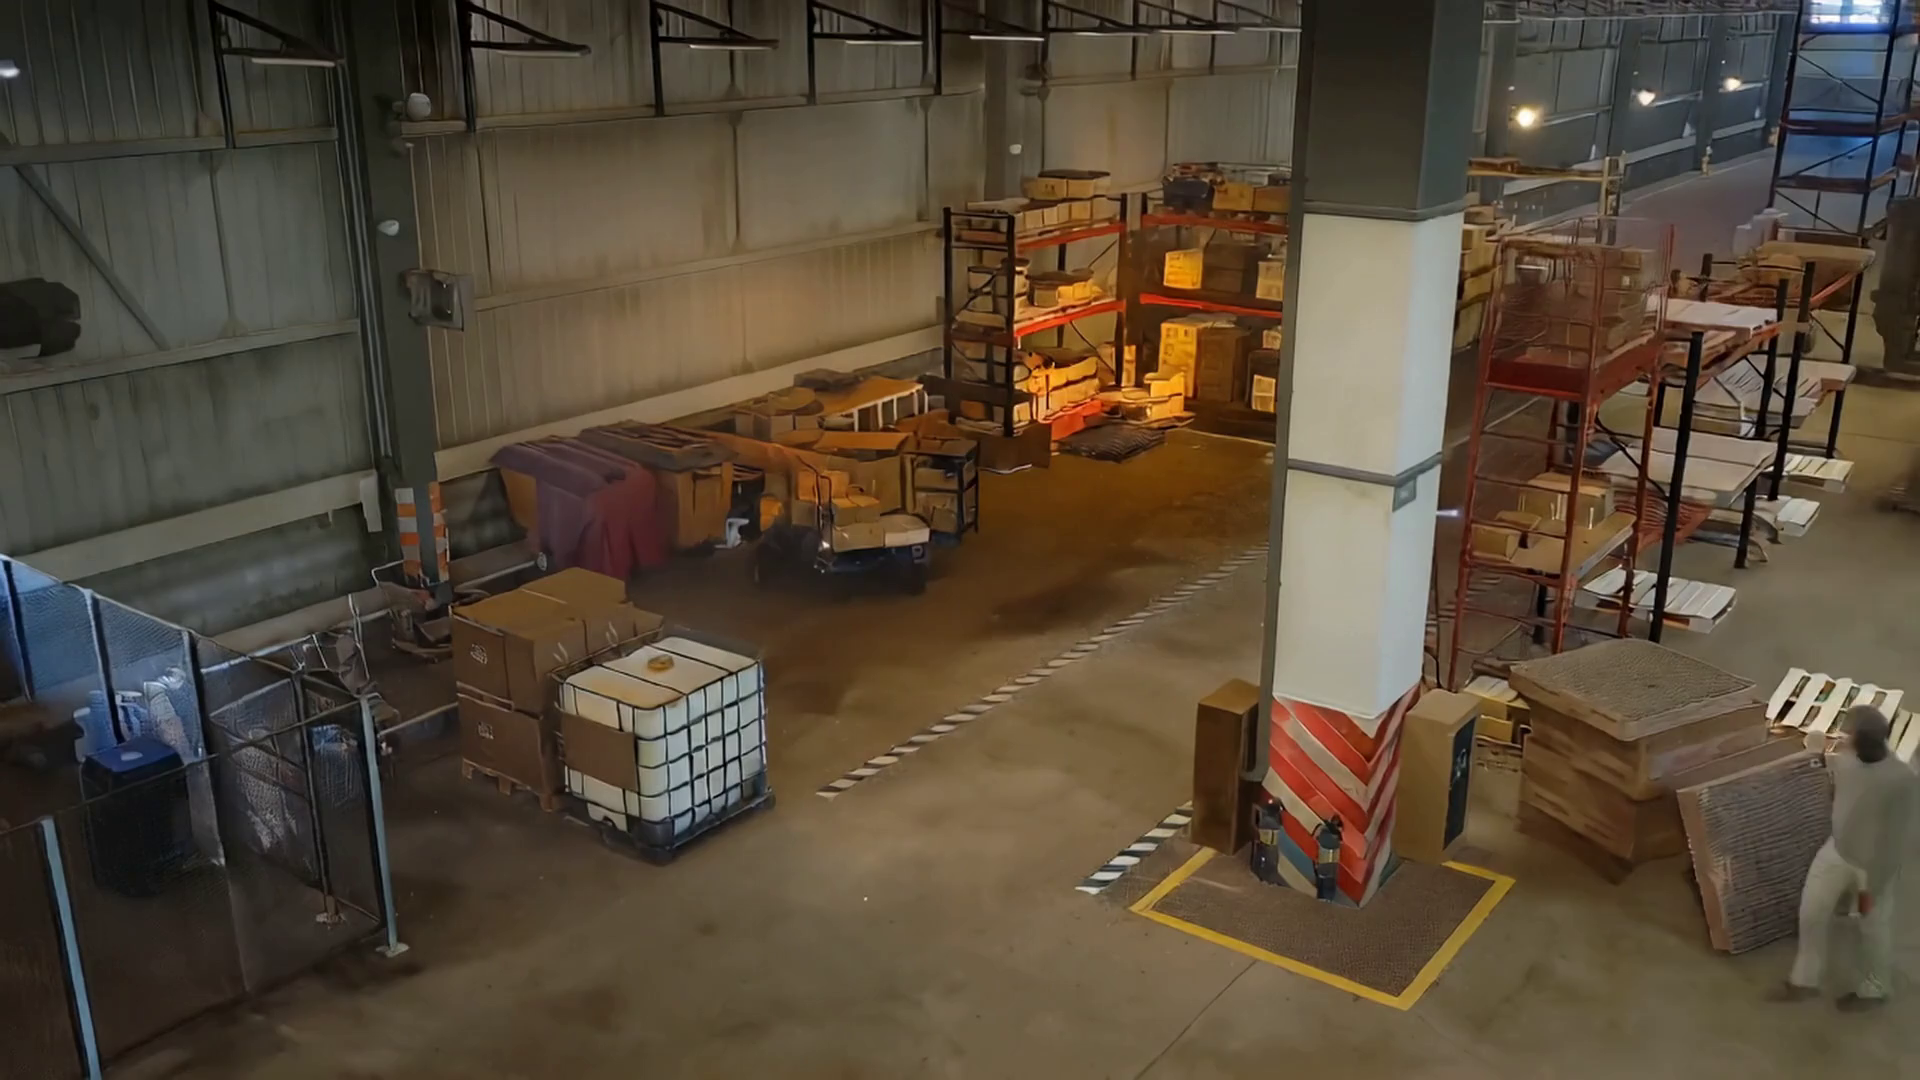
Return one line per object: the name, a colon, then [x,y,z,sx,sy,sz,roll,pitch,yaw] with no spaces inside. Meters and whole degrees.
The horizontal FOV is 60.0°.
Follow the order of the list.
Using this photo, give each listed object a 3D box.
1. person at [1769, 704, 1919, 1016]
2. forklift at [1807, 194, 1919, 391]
person: [5.059,1.853,9.485,0.786,1.900,0.657,-5,19,-14]
forklift: [14.147,-3.795,25.234,1.873,2.768,1.129,13,22,34]
